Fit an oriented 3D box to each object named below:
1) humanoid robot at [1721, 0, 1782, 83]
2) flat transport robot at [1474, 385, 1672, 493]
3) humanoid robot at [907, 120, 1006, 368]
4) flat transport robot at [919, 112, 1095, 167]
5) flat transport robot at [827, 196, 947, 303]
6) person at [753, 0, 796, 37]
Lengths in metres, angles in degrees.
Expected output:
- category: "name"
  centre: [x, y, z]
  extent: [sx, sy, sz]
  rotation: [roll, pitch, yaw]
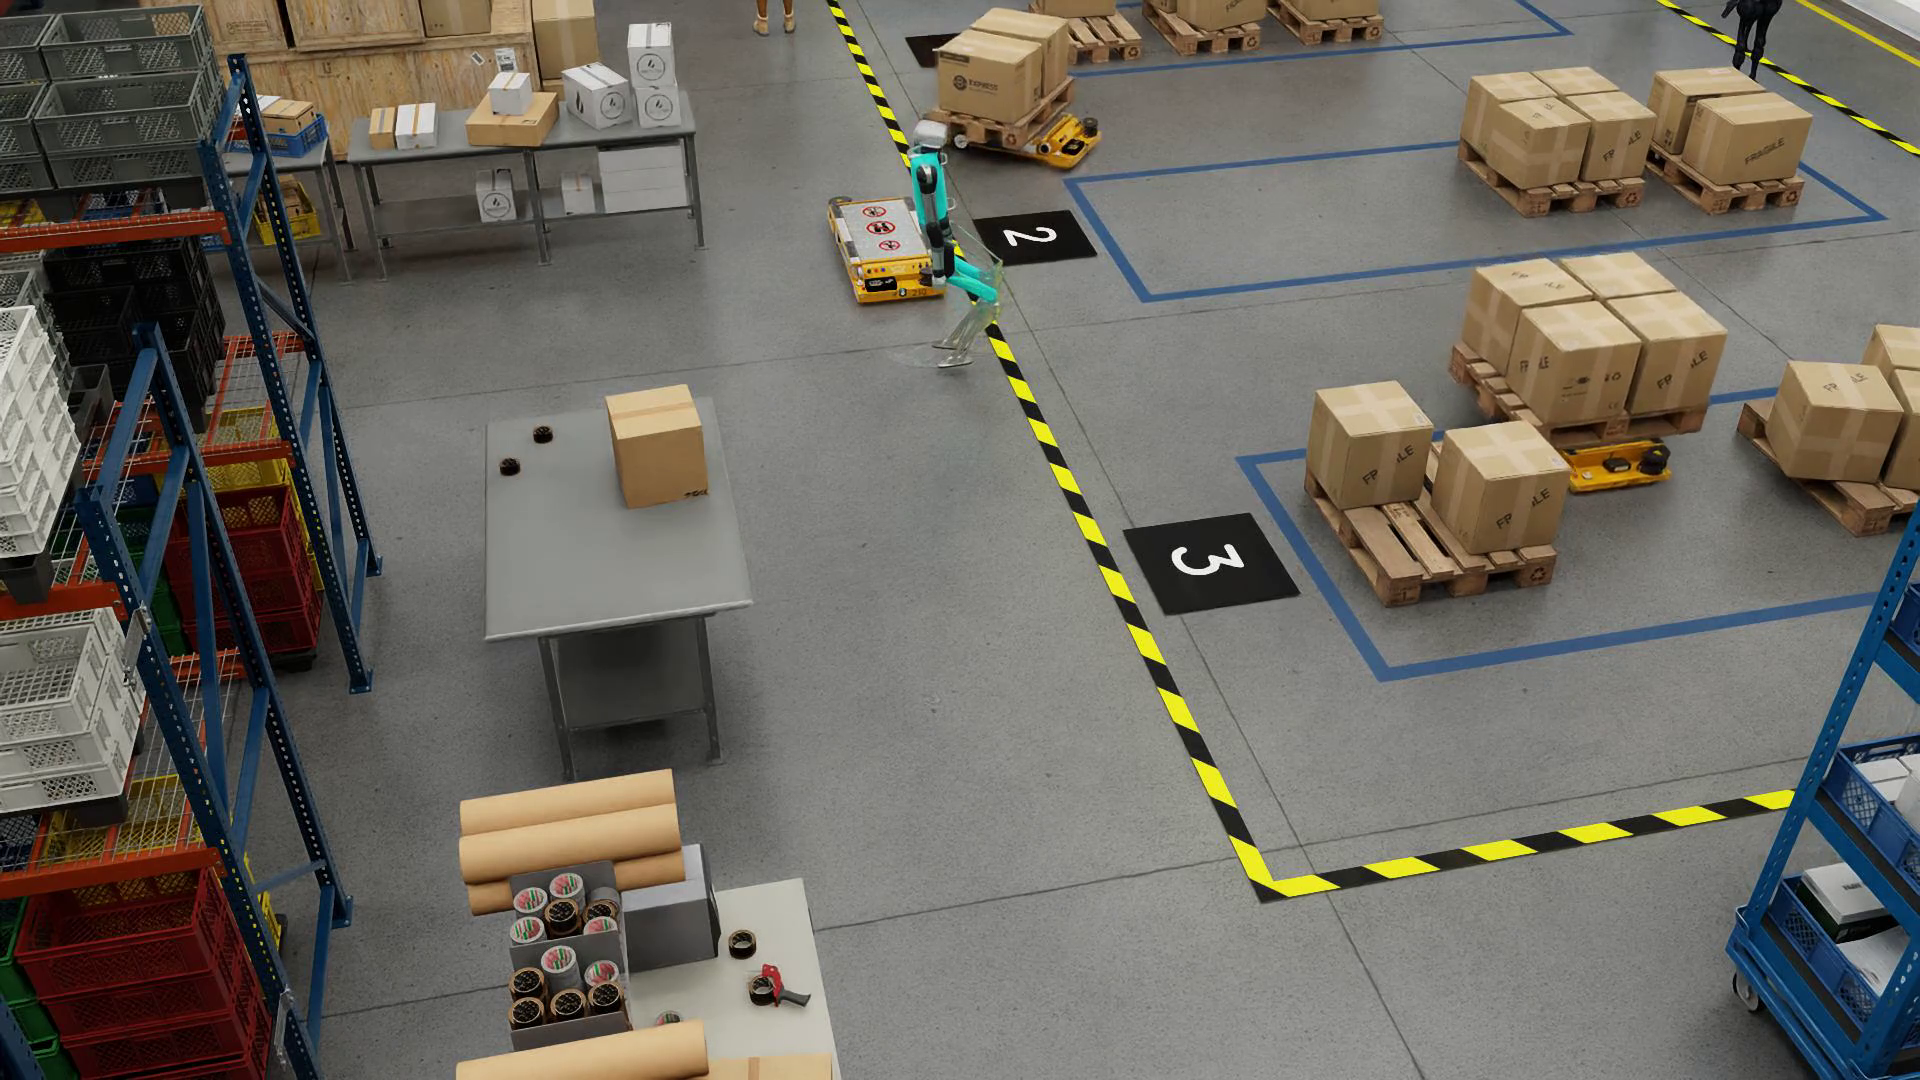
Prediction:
- category: "humanoid robot"
  centre: [7.166, -4.880, 14.924]
  extent: [0.599, 1.653, 0.315]
  rotation: [-15, 39, -19]
- category: "flat transport robot"
  centre: [3.867, -0.807, 10.615]
  extent: [0.652, 0.197, 1.431]
  rotation: [-8, 37, -10]
- category: "humanoid robot"
  centre: [0.035, -1.906, 10.773]
  extent: [0.735, 1.677, 0.533]
  rotation: [-2, 37, -2]
- category: "flat transport robot"
  centre: [0.427, -3.530, 14.274]
  extent: [1.431, 0.197, 0.652]
  rotation: [15, 39, 20]
- category: "flat transport robot"
  centre: [-0.570, -2.220, 12.538]
  extent: [0.659, 0.231, 1.431]
  rotation: [-8, 37, -10]
- category: "person"
  centre: [-1.867, -5.887, 15.984]
  extent: [0.605, 2.040, 0.384]
  rotation: [-10, 38, -13]
